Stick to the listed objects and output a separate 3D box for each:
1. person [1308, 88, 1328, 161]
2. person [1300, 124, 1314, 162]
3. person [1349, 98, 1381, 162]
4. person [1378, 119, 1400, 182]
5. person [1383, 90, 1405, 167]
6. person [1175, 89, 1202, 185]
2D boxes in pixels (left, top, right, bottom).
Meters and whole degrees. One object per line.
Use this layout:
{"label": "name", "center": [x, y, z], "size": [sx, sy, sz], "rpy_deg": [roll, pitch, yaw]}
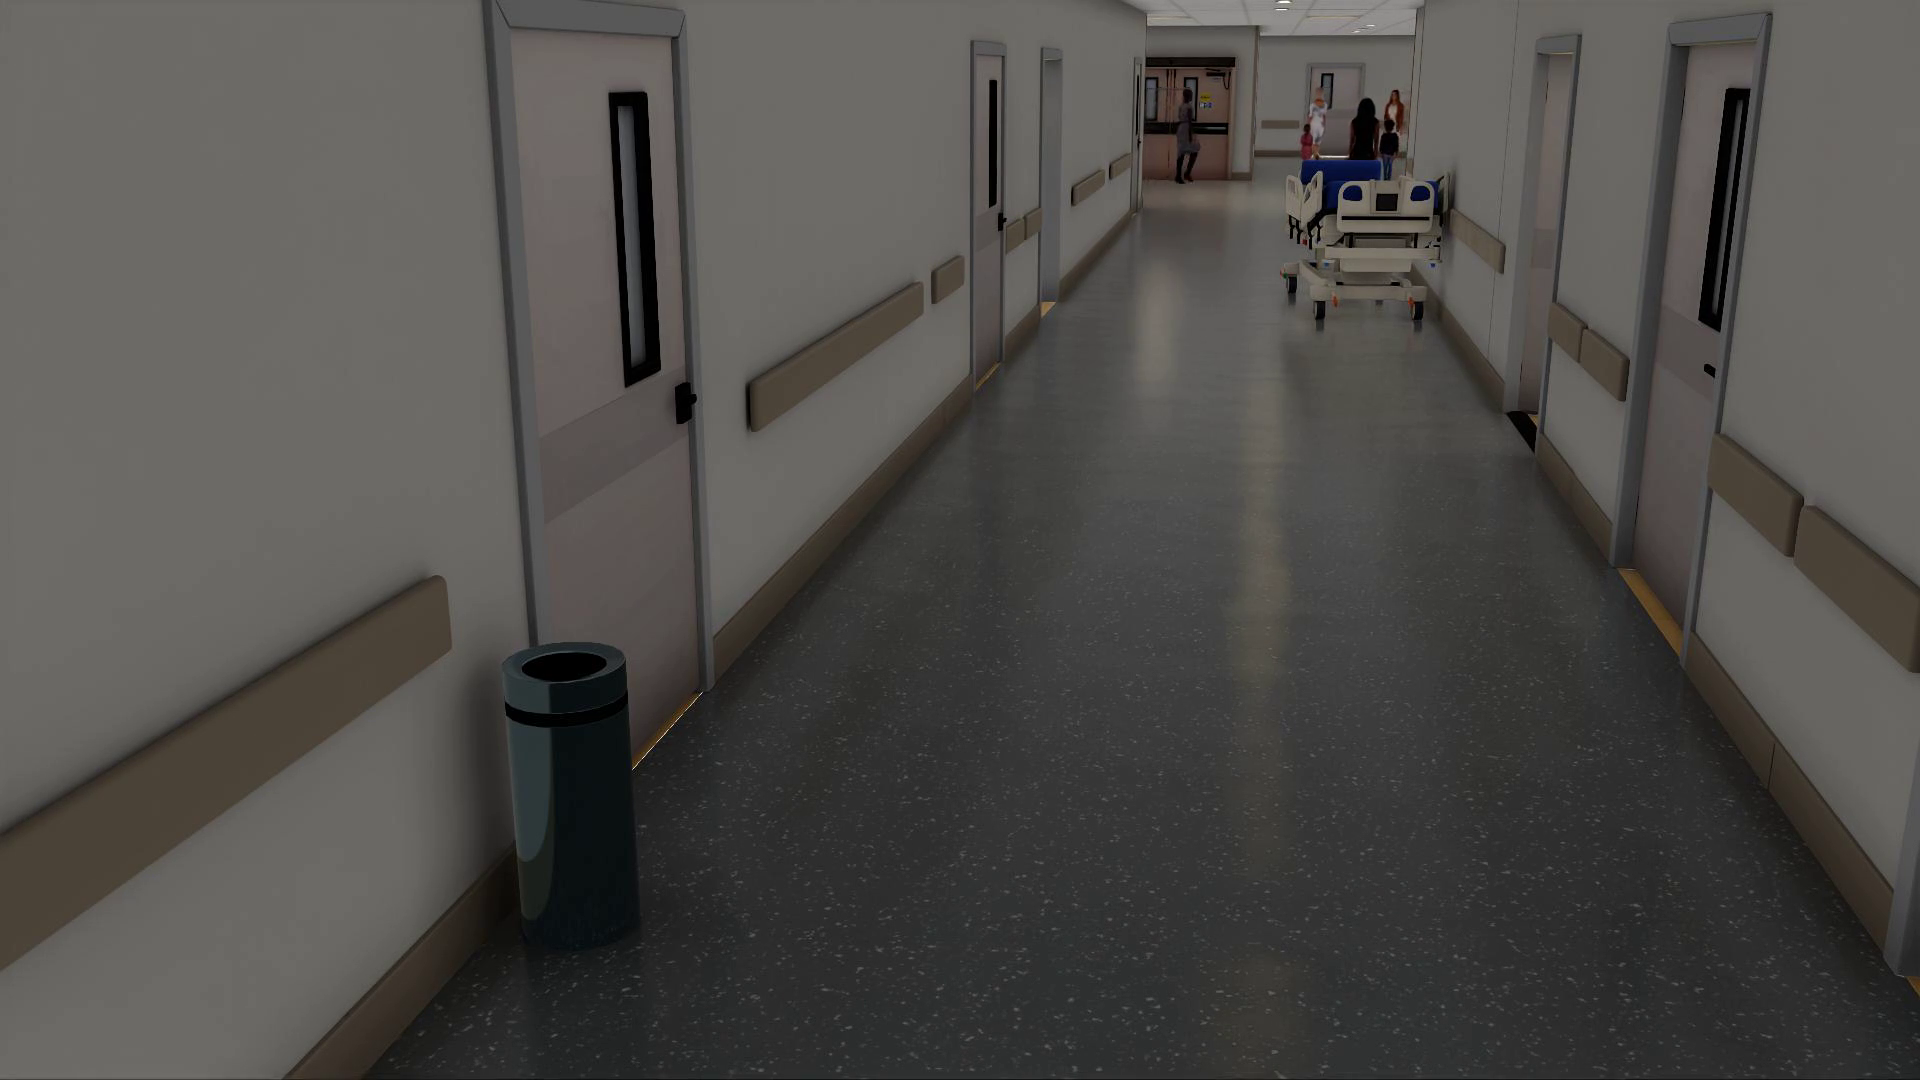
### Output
{"label": "person", "center": [8.112, -9.341, 37.738], "size": [0.920, 1.733, 0.814], "rpy_deg": [-2, 16, -7]}
{"label": "person", "center": [7.469, -8.434, 35.837], "size": [0.413, 1.018, 0.501], "rpy_deg": [4, 16, 14]}
{"label": "person", "center": [5.884, -5.567, 24.358], "size": [0.704, 1.729, 0.739], "rpy_deg": [7, 17, 23]}
{"label": "person", "center": [8.292, -7.505, 32.216], "size": [0.716, 1.196, 0.584], "rpy_deg": [2, 16, 8]}
{"label": "person", "center": [9.900, -9.374, 37.906], "size": [0.925, 1.705, 0.874], "rpy_deg": [10, 18, 31]}
{"label": "person", "center": [4.244, -7.707, 31.868], "size": [0.879, 1.773, 0.822], "rpy_deg": [-8, 18, -27]}
